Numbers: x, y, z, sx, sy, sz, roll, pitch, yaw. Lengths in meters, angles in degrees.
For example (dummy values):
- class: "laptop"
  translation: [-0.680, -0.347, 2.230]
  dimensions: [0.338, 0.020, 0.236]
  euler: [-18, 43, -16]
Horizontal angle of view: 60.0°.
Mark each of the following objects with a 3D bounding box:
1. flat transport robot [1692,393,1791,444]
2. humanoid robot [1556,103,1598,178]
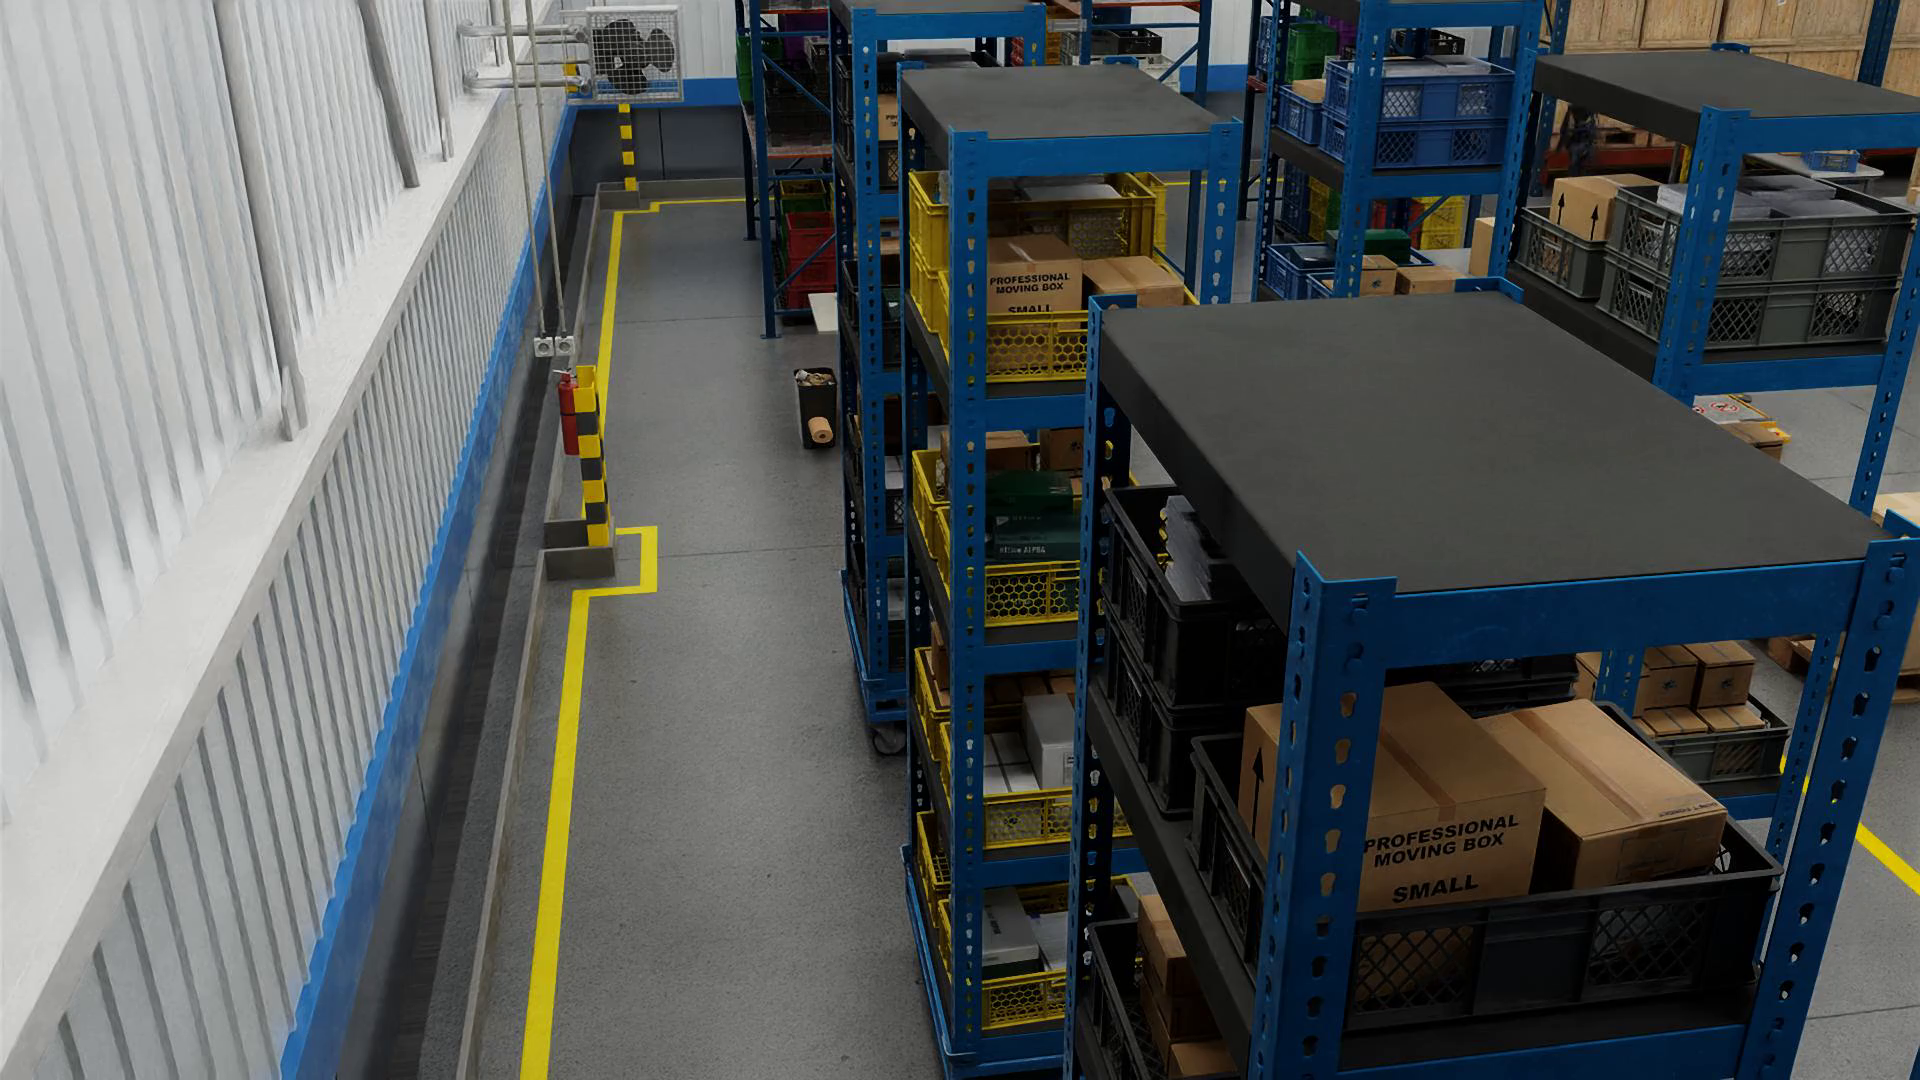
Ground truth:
- class: "flat transport robot"
  translation: [5.224, -0.859, 12.132]
  dimensions: [1.431, 0.197, 0.652]
  euler: [-4, 25, -8]
- class: "humanoid robot"
  translation: [6.814, -4.373, 18.172]
  dimensions: [0.720, 1.630, 0.636]
  euler: [-2, 25, -5]
